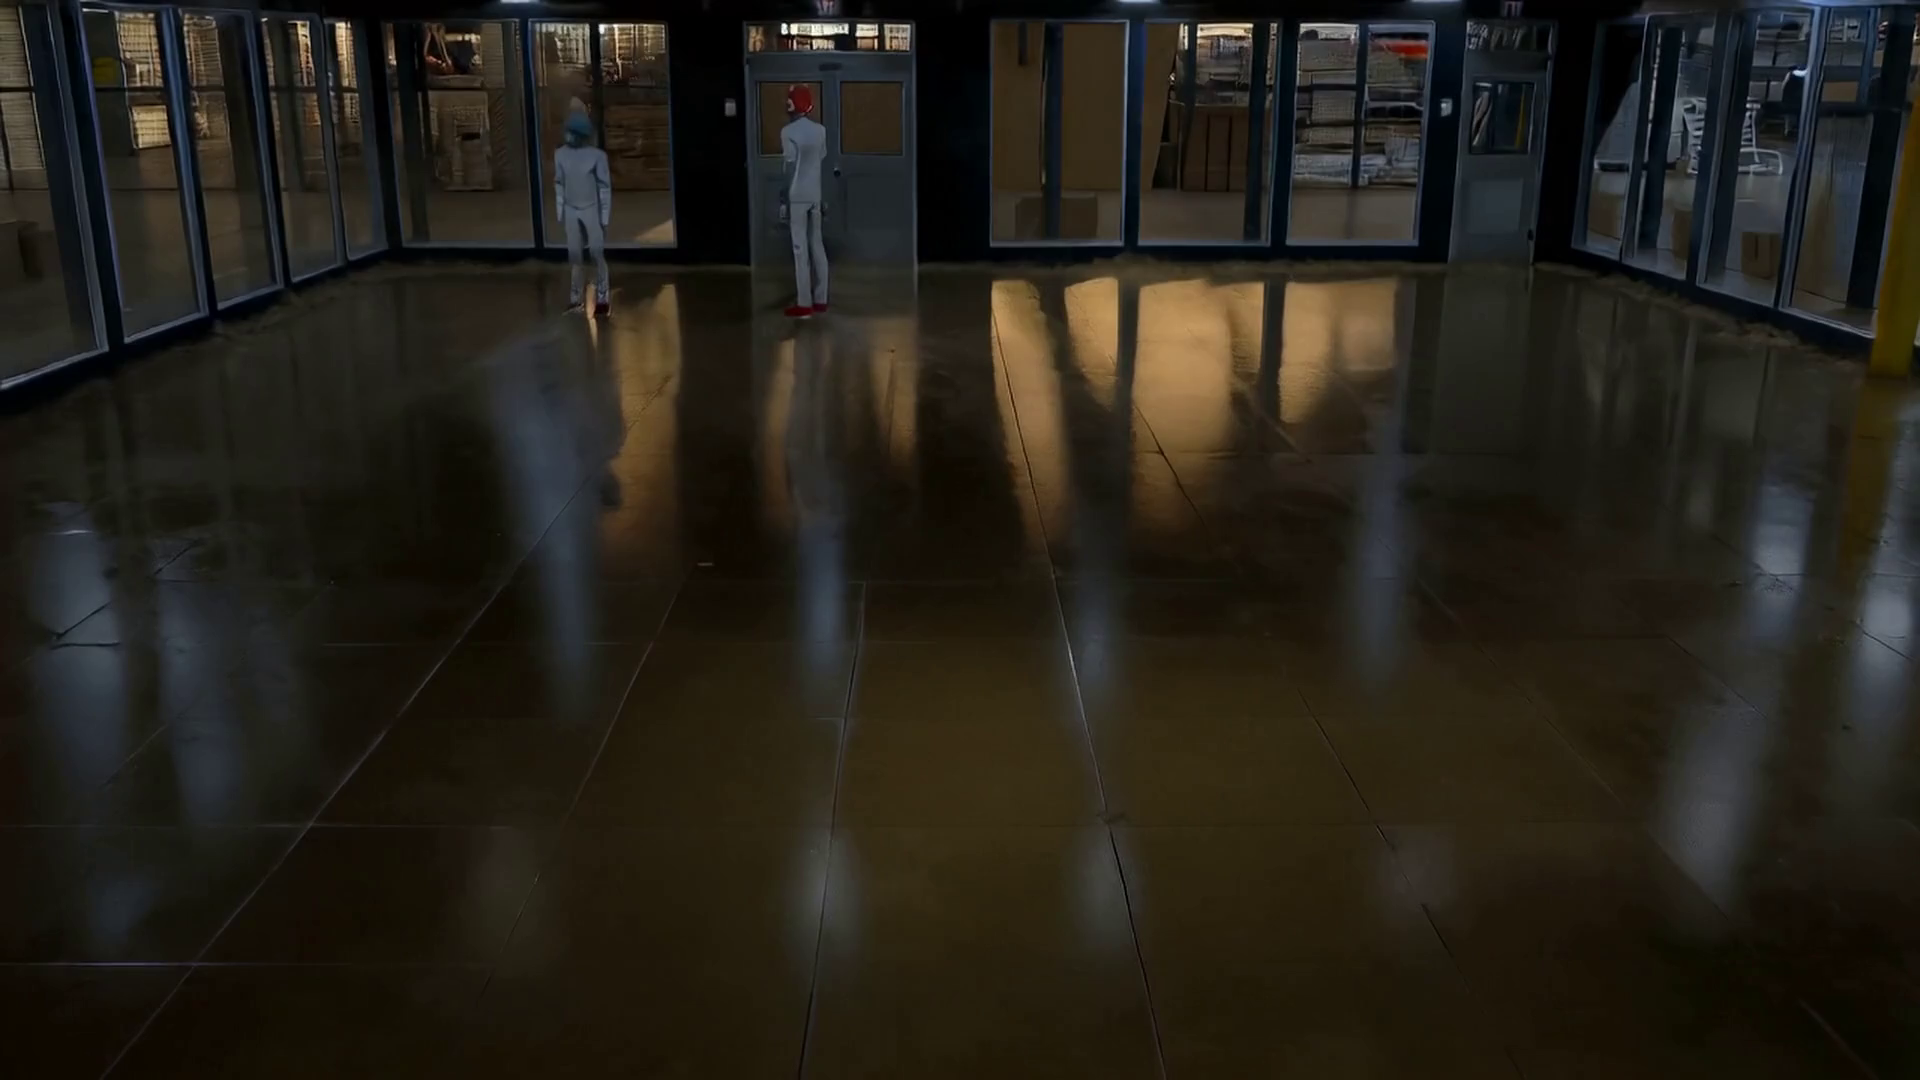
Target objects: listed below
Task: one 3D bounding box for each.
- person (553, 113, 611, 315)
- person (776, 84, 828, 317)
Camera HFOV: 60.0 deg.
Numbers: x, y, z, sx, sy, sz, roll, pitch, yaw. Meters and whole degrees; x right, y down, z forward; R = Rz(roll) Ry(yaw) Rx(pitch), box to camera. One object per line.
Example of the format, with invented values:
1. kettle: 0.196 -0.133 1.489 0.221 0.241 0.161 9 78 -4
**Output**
1. person: -3.100 -2.662 13.639 0.509 1.632 0.266 5 17 18
2. person: -1.288 -2.754 13.555 0.329 1.866 0.514 12 20 36
